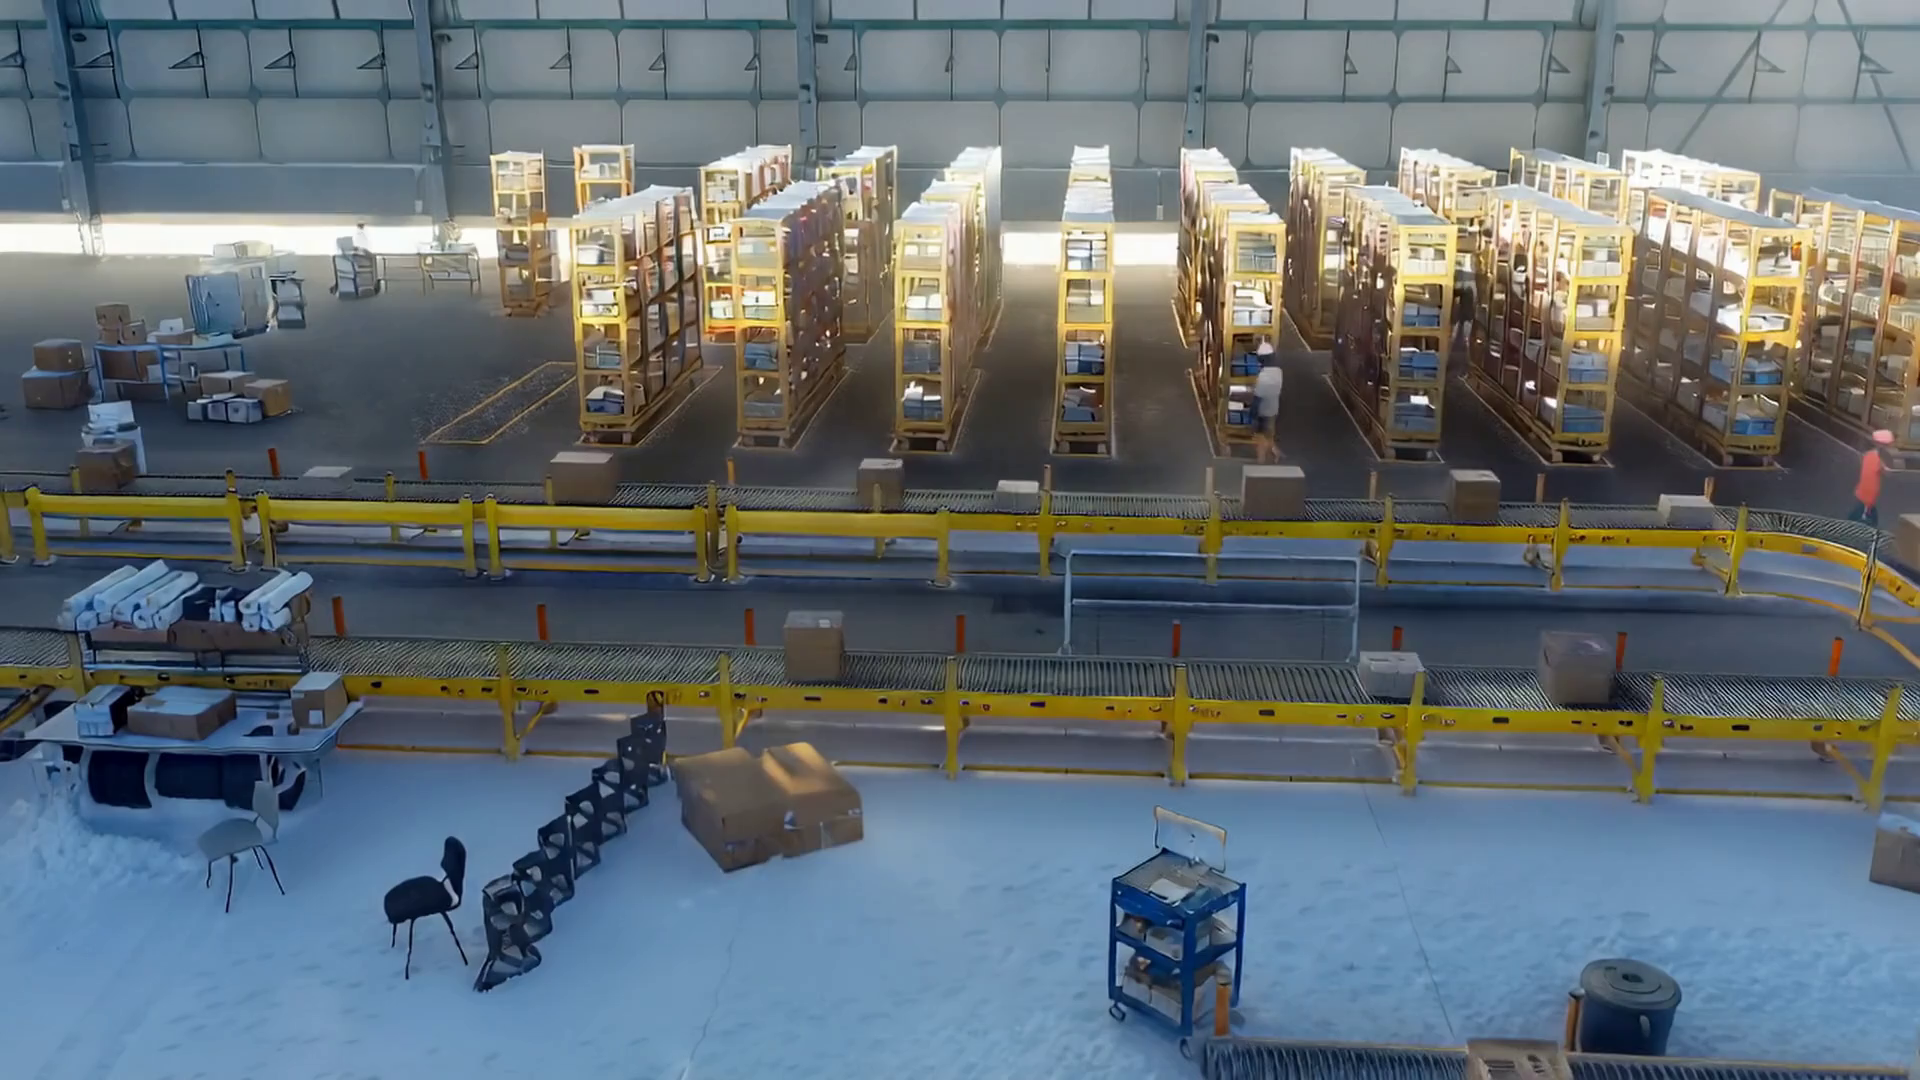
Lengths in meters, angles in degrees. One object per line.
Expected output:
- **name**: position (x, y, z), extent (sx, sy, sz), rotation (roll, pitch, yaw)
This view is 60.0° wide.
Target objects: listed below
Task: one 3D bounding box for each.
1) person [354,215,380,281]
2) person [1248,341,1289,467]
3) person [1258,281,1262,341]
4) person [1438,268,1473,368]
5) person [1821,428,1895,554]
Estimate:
- **person**: position (-15.253, -7.398, 42.229), extent (0.787, 1.712, 0.569), rotation (-2, 18, -7)
- **person**: position (4.477, -1.876, 24.214), extent (0.549, 2.026, 0.611), rotation (14, 22, 37)
- **person**: position (5.916, -4.673, 33.366), extent (0.372, 1.843, 0.570), rotation (5, 18, 14)
- **person**: position (9.575, -4.243, 31.875), extent (1.056, 1.931, 0.624), rotation (2, 18, 5)
- **person**: position (11.044, -0.536, 20.409), extent (0.738, 1.742, 0.529), rotation (5, 18, 15)
